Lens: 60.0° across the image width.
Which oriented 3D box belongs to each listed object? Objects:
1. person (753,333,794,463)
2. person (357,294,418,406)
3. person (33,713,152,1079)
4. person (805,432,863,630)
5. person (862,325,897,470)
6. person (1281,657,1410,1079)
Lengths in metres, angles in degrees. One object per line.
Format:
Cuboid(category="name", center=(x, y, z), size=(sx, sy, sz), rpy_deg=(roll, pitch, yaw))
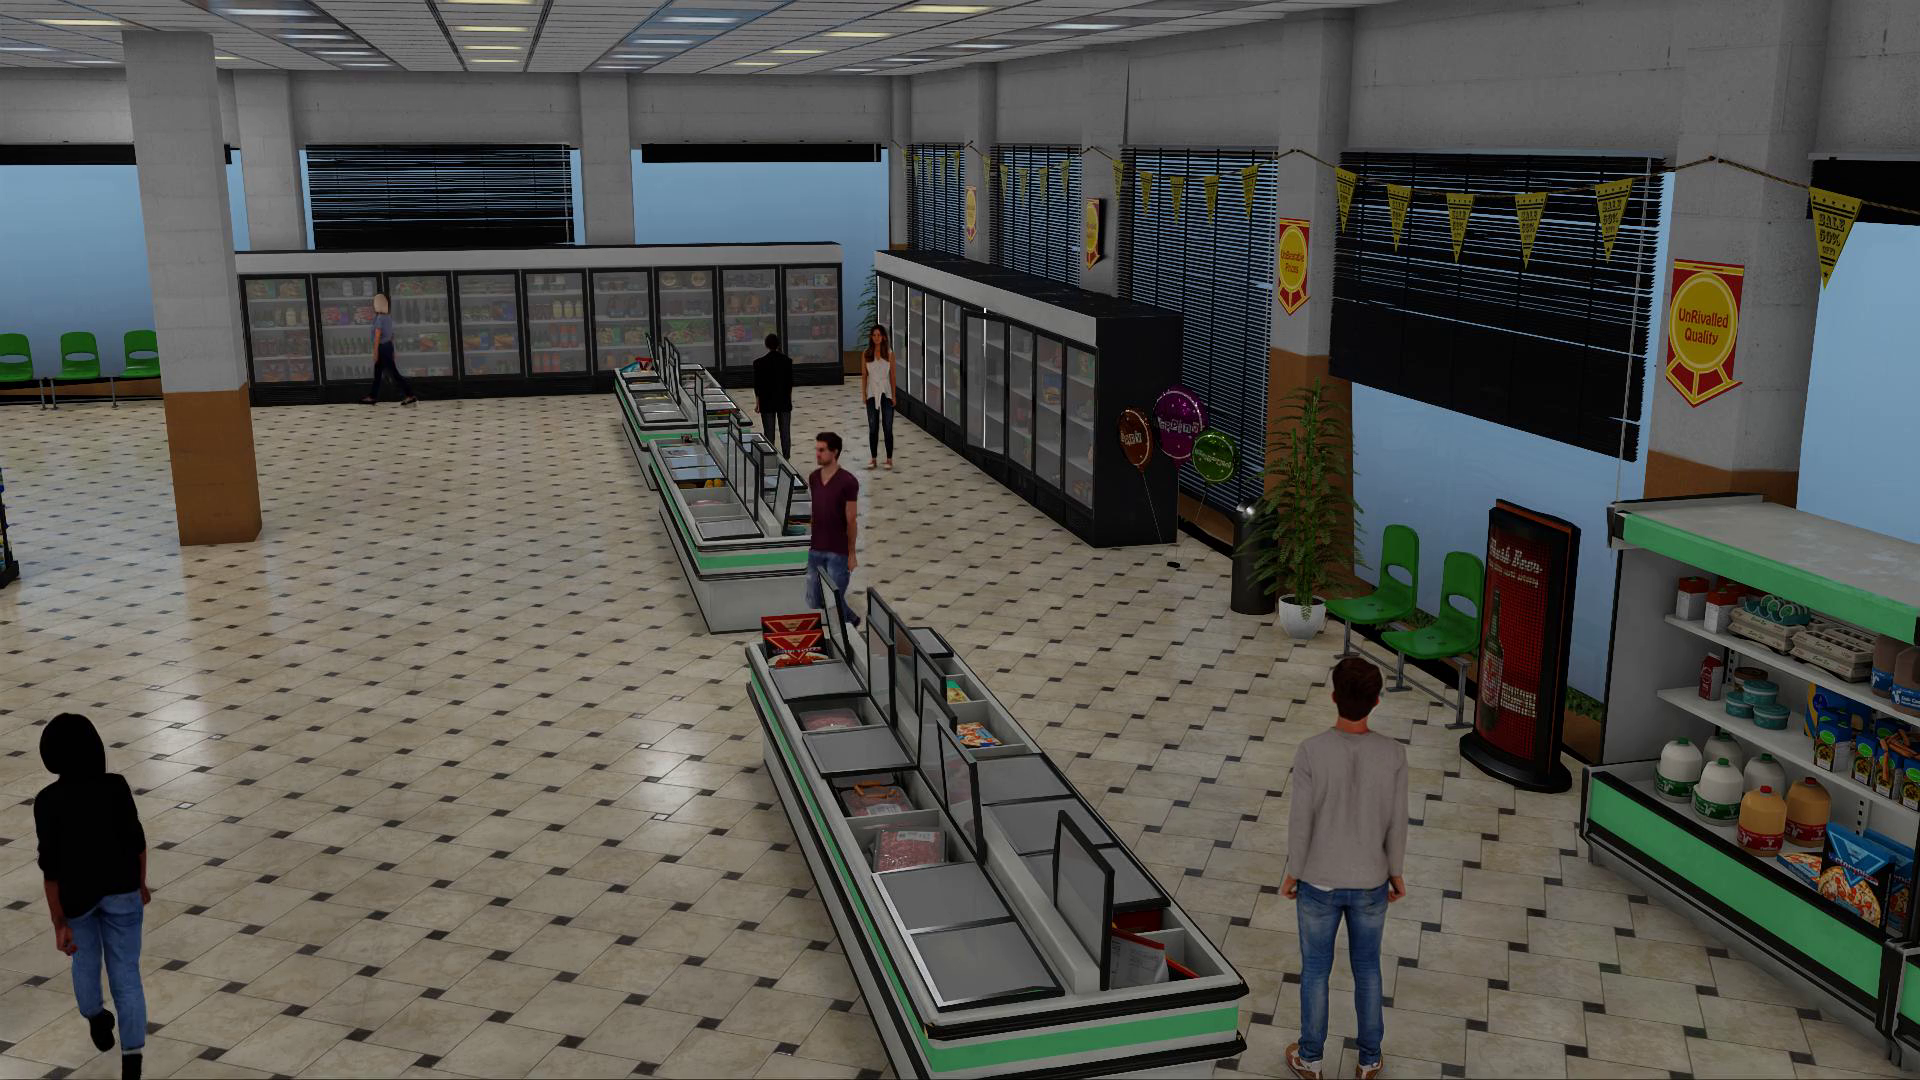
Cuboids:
Cuboid(category="person", center=(-2.235, -1.646, 20.127), size=(0.627, 1.719, 0.553), rpy_deg=(-4, 14, -16))
Cuboid(category="person", center=(-8.575, -2.819, 25.050), size=(0.850, 1.680, 1.130), rpy_deg=(0, 14, 0))
Cuboid(category="person", center=(-3.592, 1.576, 6.968), size=(0.748, 1.661, 1.207), rpy_deg=(-7, 16, -28))
Cuboid(category="person", center=(-0.919, 0.063, 12.831), size=(0.921, 1.838, 0.952), rpy_deg=(11, 18, 39))
Cuboid(category="person", center=(-0.976, -1.760, 20.462), size=(0.643, 1.784, 0.631), rpy_deg=(1, 14, 5))
Cuboid(category="person", center=(1.635, 1.425, 7.077), size=(0.738, 1.903, 0.680), rpy_deg=(1, 14, 3))
